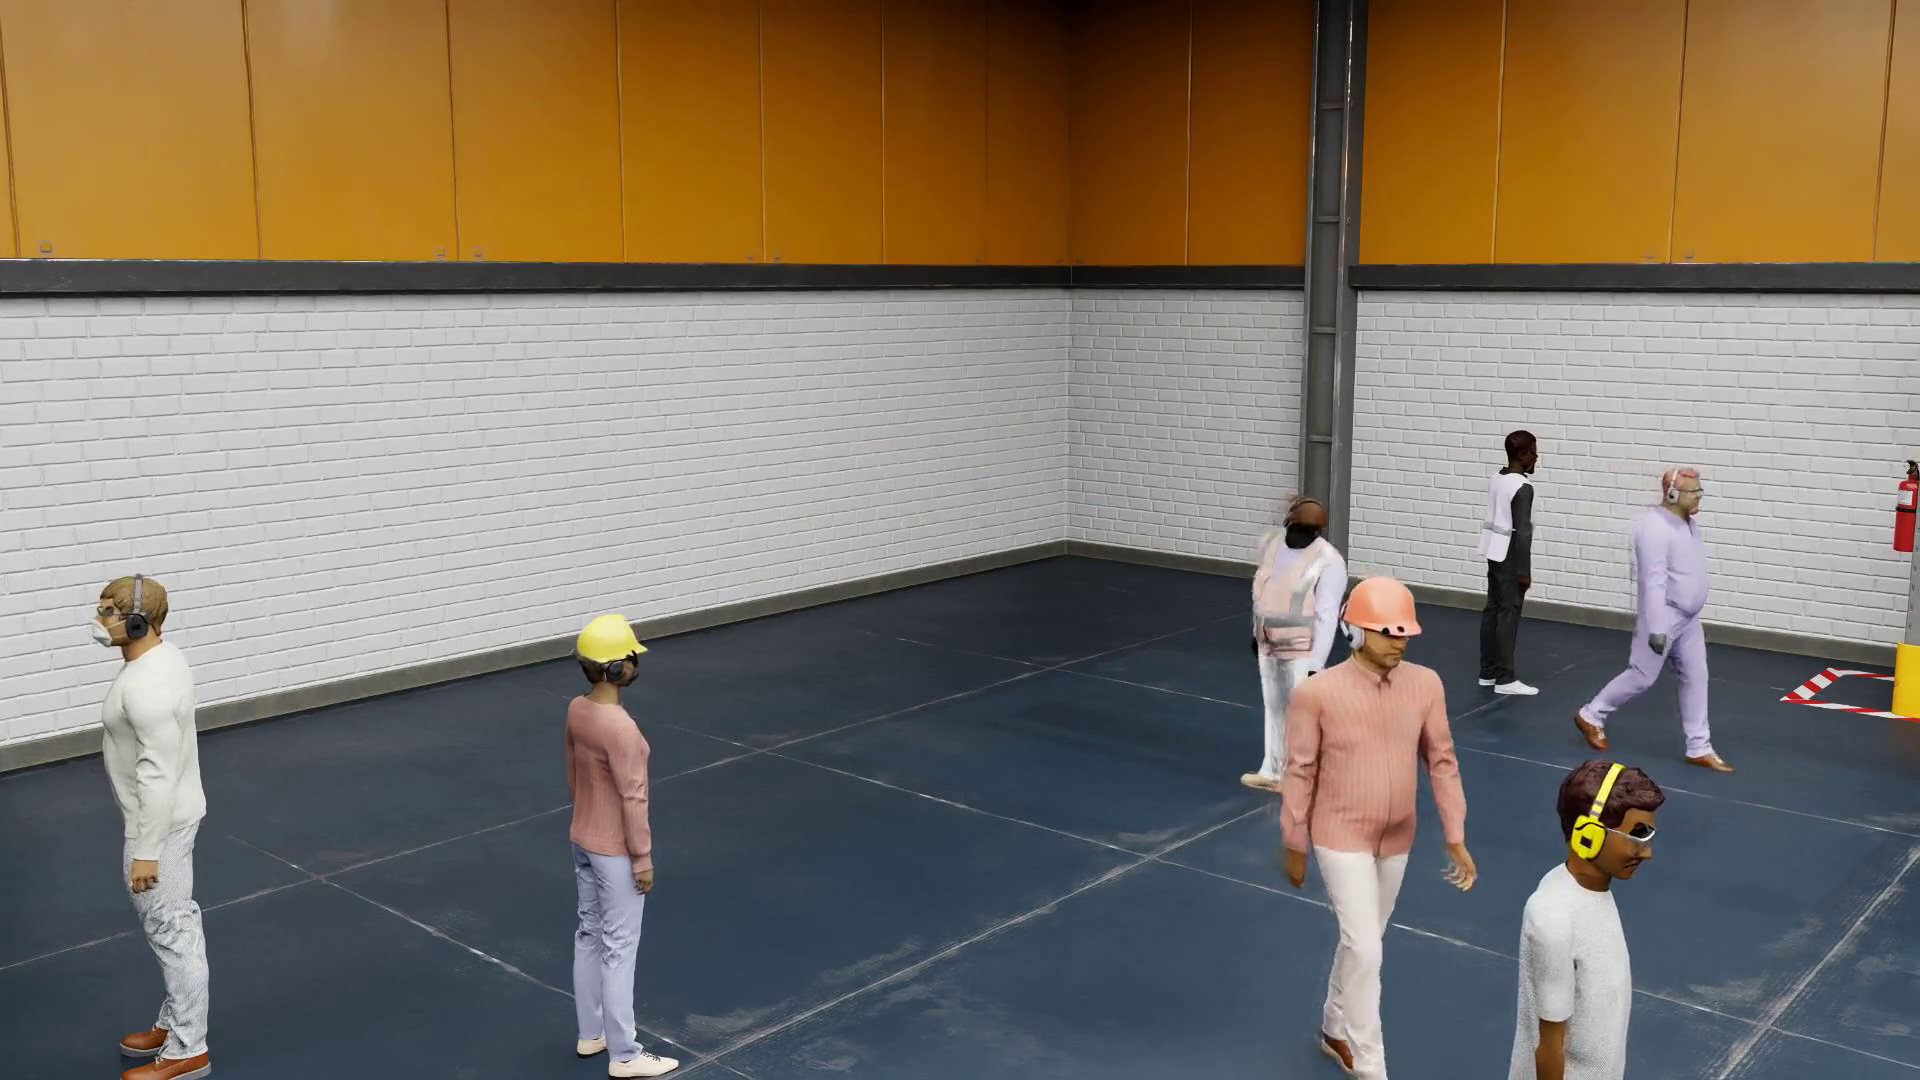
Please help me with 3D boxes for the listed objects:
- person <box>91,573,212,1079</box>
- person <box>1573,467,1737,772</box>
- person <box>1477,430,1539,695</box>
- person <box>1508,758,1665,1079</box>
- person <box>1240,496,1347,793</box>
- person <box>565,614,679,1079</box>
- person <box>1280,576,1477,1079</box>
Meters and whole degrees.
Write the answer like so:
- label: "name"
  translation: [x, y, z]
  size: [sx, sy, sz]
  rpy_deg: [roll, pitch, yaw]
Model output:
- label: "person"
  translation: [-3.034, 1.080, 6.254]
  size: [0.372, 1.940, 0.630]
  rpy_deg: [-4, 10, -24]
- label: "person"
  translation: [4.347, 0.467, 10.342]
  size: [0.642, 1.879, 0.934]
  rpy_deg: [-8, 12, -42]
- label: "person"
  translation: [3.992, 0.156, 12.121]
  size: [0.398, 1.920, 0.590]
  rpy_deg: [-1, 9, -4]
- label: "person"
  translation: [1.547, 1.451, 4.163]
  size: [0.328, 1.865, 0.517]
  rpy_deg: [5, 10, 28]
- label: "person"
  translation: [1.872, 0.627, 9.548]
  size: [0.433, 1.809, 0.737]
  rpy_deg: [-5, 11, -31]
- label: "person"
  translation: [-1.313, 1.155, 6.319]
  size: [0.307, 1.772, 0.523]
  rpy_deg: [-7, 11, -37]
- label: "person"
  translation: [1.540, 1.108, 6.014]
  size: [0.629, 1.959, 0.906]
  rpy_deg: [-4, 10, -22]
